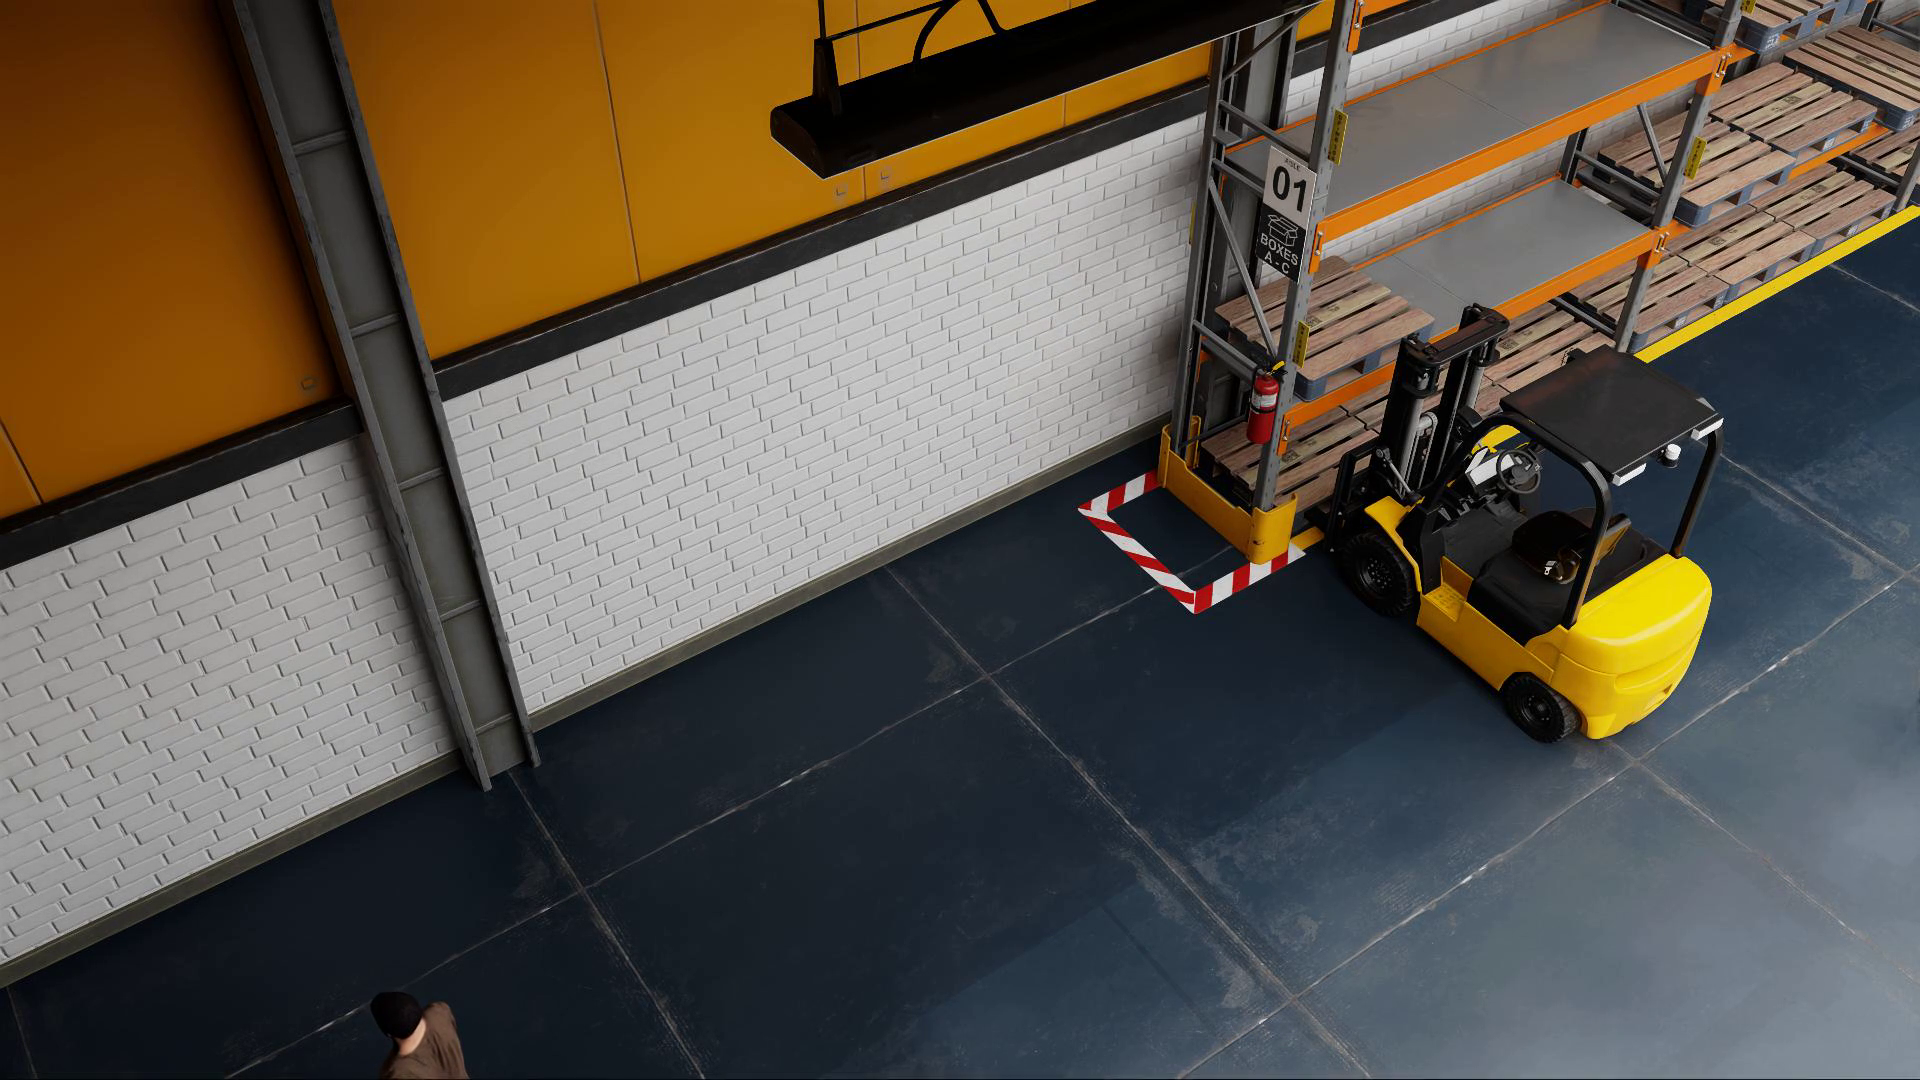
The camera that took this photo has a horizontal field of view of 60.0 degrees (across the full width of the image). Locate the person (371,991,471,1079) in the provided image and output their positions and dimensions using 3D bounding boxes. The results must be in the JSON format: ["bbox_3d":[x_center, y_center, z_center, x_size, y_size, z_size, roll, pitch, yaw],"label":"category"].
[{"bbox_3d":[-2.511,2.712,8.005,0.801,1.889,0.728,10,44,10],"label":"person"}]
